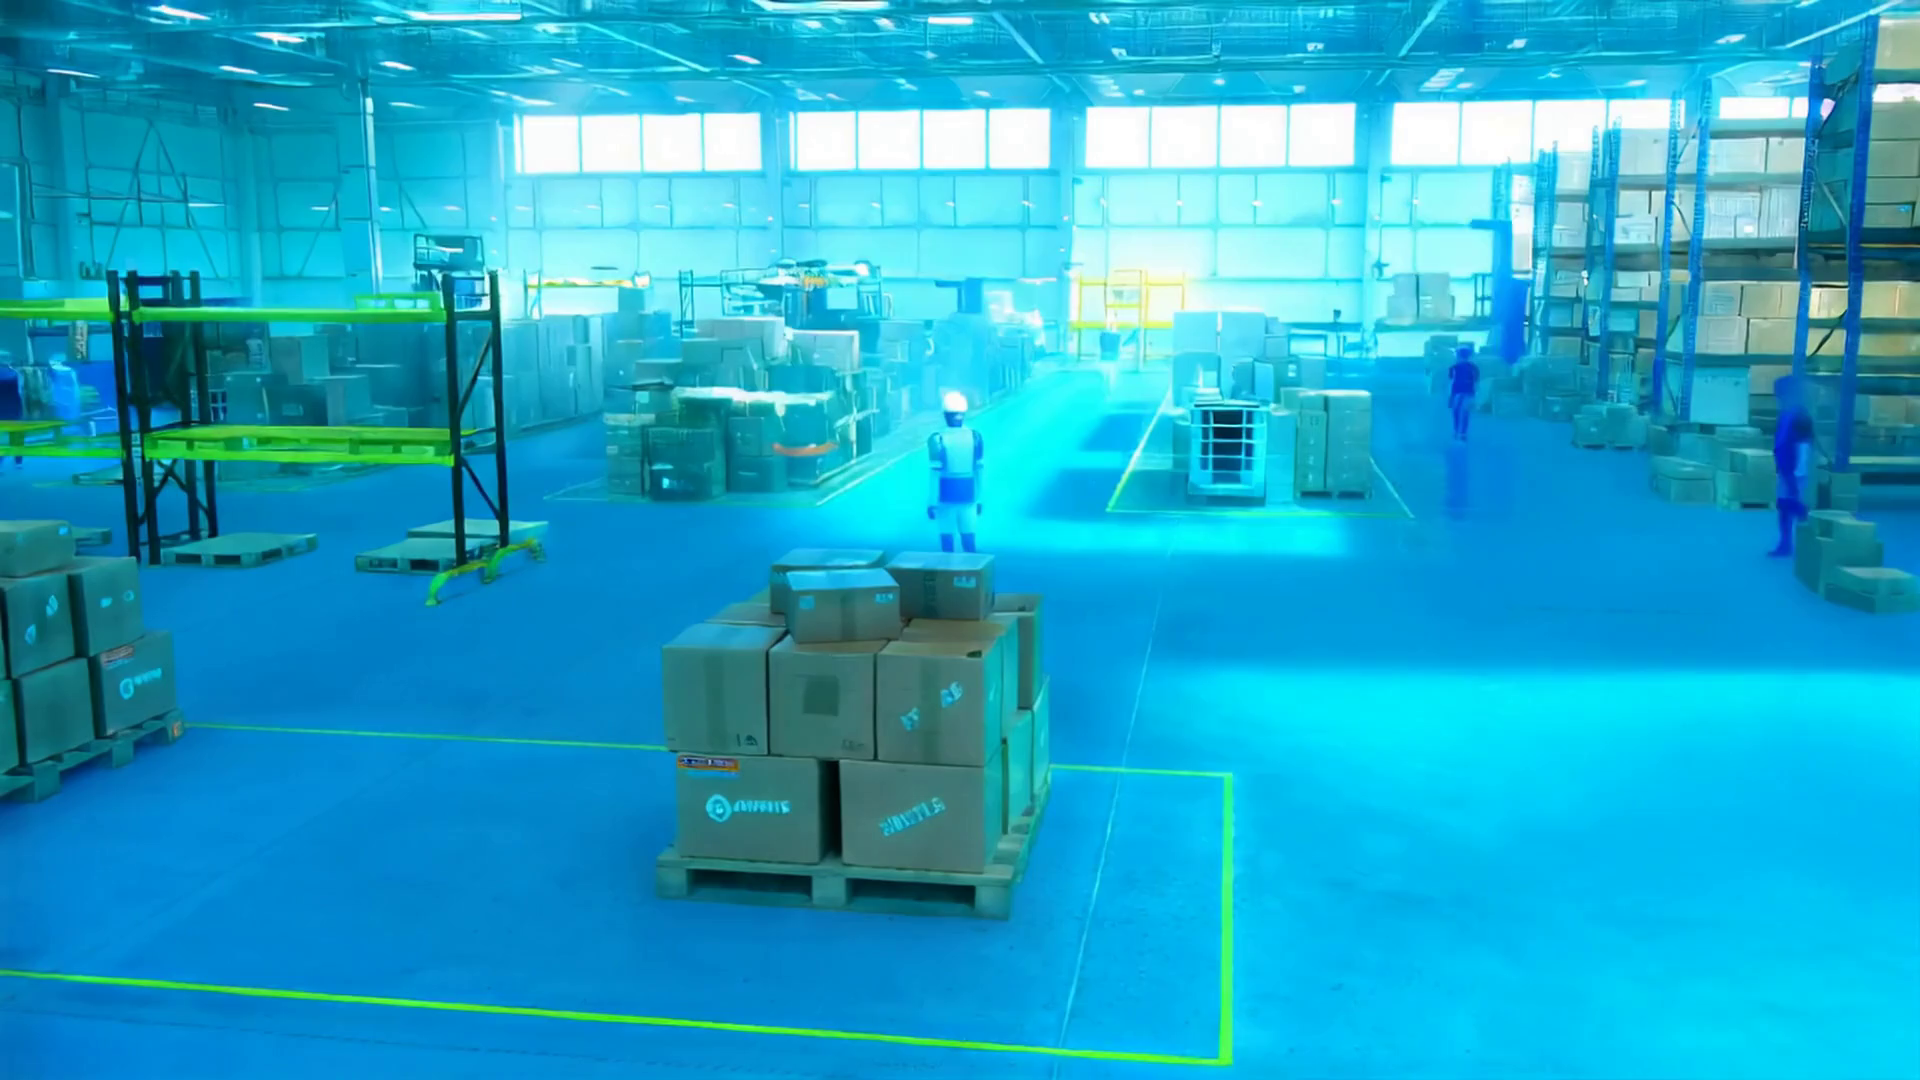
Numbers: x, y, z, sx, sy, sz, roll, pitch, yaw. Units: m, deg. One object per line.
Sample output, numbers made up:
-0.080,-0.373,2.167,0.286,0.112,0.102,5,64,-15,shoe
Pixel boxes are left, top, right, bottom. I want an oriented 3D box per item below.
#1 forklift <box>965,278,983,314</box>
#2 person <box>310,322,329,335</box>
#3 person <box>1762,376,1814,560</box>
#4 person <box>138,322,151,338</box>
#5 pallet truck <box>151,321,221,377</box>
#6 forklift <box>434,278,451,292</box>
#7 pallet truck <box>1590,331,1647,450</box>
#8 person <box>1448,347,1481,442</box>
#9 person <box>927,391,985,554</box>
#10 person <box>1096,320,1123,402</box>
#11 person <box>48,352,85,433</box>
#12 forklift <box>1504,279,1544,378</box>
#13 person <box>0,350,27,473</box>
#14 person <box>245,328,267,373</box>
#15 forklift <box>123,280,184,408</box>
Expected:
0.374,-5.959,46.667,1.873,2.768,1.129,1,9,9,forklift
-15.389,-4.452,40.324,0.644,1.916,0.584,-1,9,-7,person
8.760,-0.744,17.398,0.607,1.937,0.654,1,9,3,person
-23.268,-5.578,47.382,0.552,1.897,0.978,6,11,31,person
-21.869,-5.598,47.154,0.823,1.965,1.885,4,10,26,pallet truck
-13.692,-5.581,44.334,1.873,2.768,1.129,-3,10,-19,forklift
11.253,-2.573,28.499,0.823,1.965,1.885,5,10,27,pallet truck
9.025,-2.609,29.748,0.551,1.651,0.825,4,10,23,person
-0.048,-0.384,15.177,0.543,1.939,0.360,-4,10,-21,person
3.457,-4.120,38.329,0.623,1.903,0.582,-1,9,-9,person
-14.574,-2.210,27.123,0.518,1.707,0.375,2,9,14,person
12.710,-4.557,38.017,1.873,2.768,1.129,4,10,25,forklift
-14.336,-1.931,25.007,0.507,1.847,0.343,-8,12,-39,person
-17.337,-4.399,40.919,0.518,1.624,0.526,2,9,11,person
-18.101,-4.426,37.210,1.129,2.768,1.873,-6,11,-32,forklift
